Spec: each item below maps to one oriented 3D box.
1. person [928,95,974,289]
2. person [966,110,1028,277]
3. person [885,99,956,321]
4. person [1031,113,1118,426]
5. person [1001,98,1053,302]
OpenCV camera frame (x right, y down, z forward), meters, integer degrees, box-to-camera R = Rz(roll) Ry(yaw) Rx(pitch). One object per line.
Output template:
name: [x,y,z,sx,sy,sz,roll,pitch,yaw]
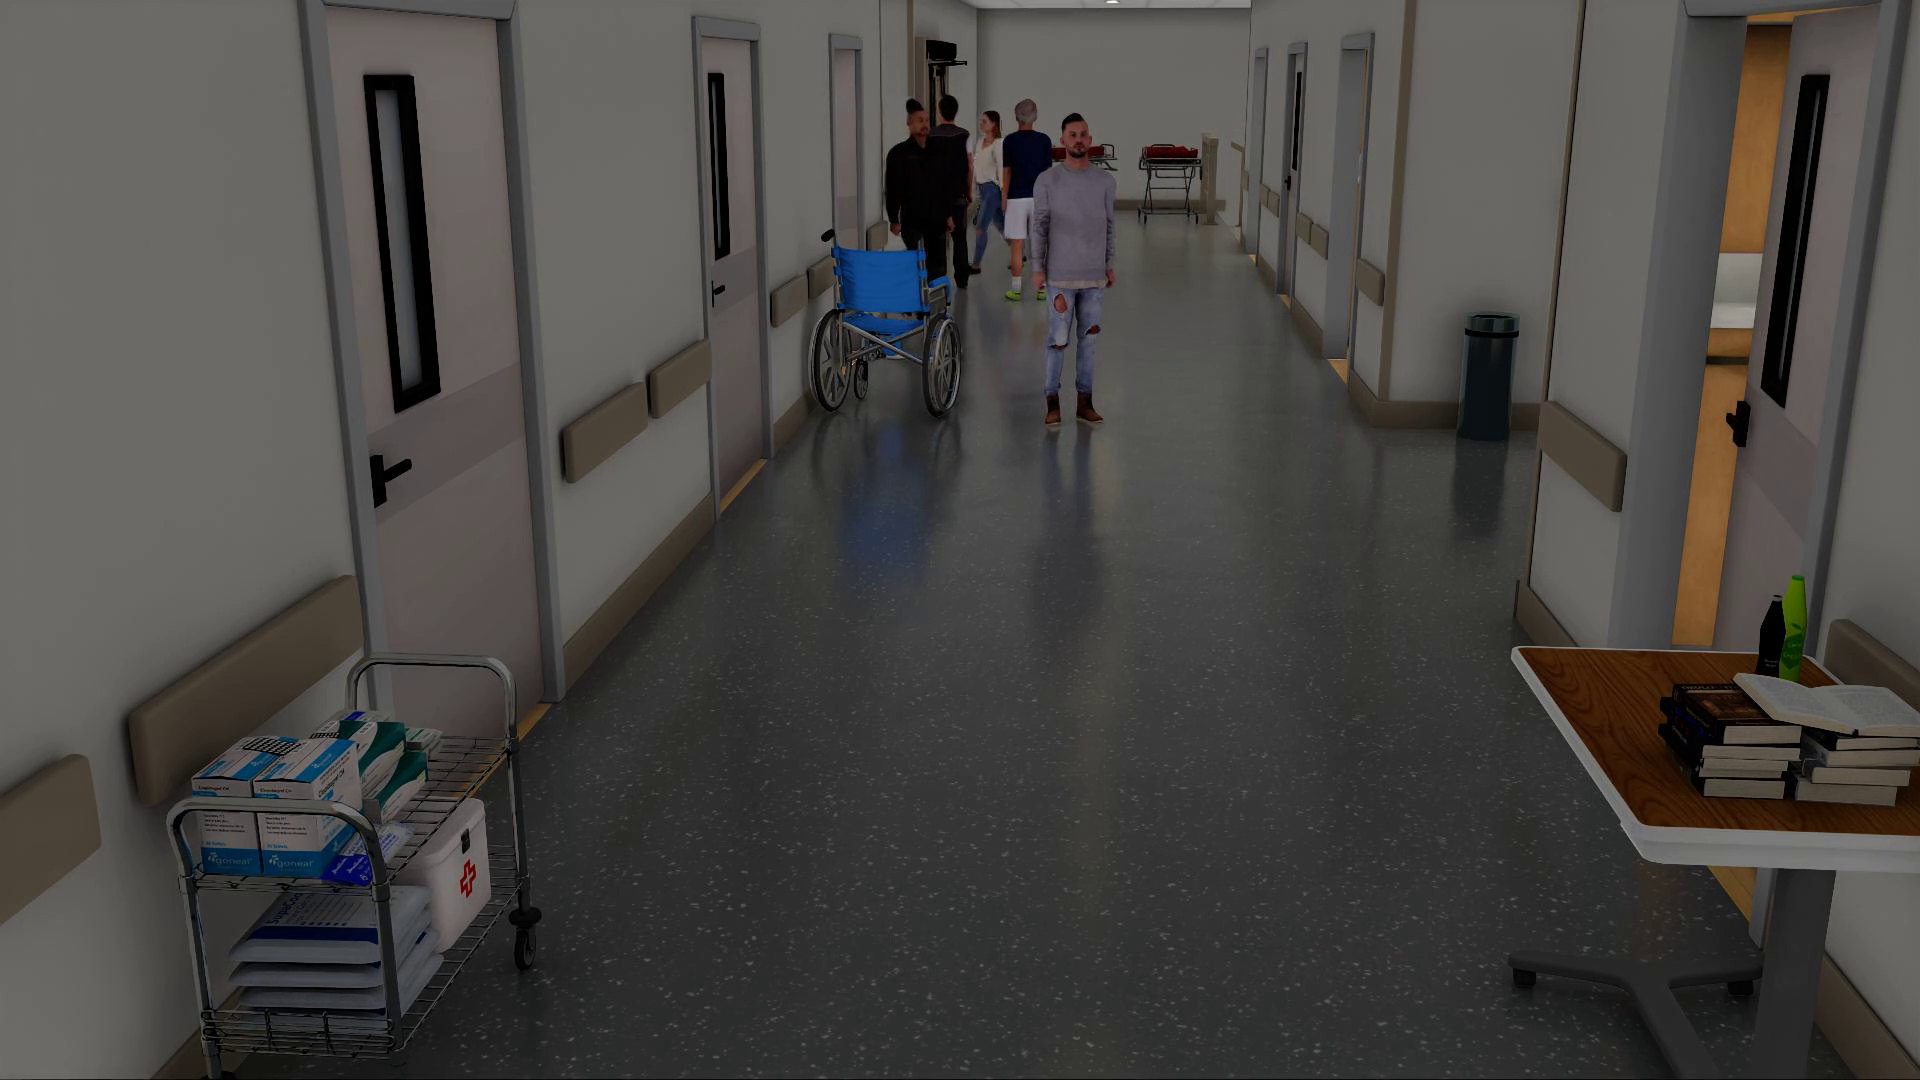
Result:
person: [-0.116,-3.401,16.279,0.700,1.849,0.646,-2,16,-8]
person: [0.396,-3.541,17.142,1.076,1.652,1.124,-8,18,-27]
person: [-0.346,-2.683,13.735,1.078,1.847,1.166,-9,18,-30]
person: [0.690,-1.627,10.005,0.755,1.840,0.695,-4,16,-14]
person: [0.621,-3.165,15.461,0.688,1.838,0.641,-3,16,-9]
